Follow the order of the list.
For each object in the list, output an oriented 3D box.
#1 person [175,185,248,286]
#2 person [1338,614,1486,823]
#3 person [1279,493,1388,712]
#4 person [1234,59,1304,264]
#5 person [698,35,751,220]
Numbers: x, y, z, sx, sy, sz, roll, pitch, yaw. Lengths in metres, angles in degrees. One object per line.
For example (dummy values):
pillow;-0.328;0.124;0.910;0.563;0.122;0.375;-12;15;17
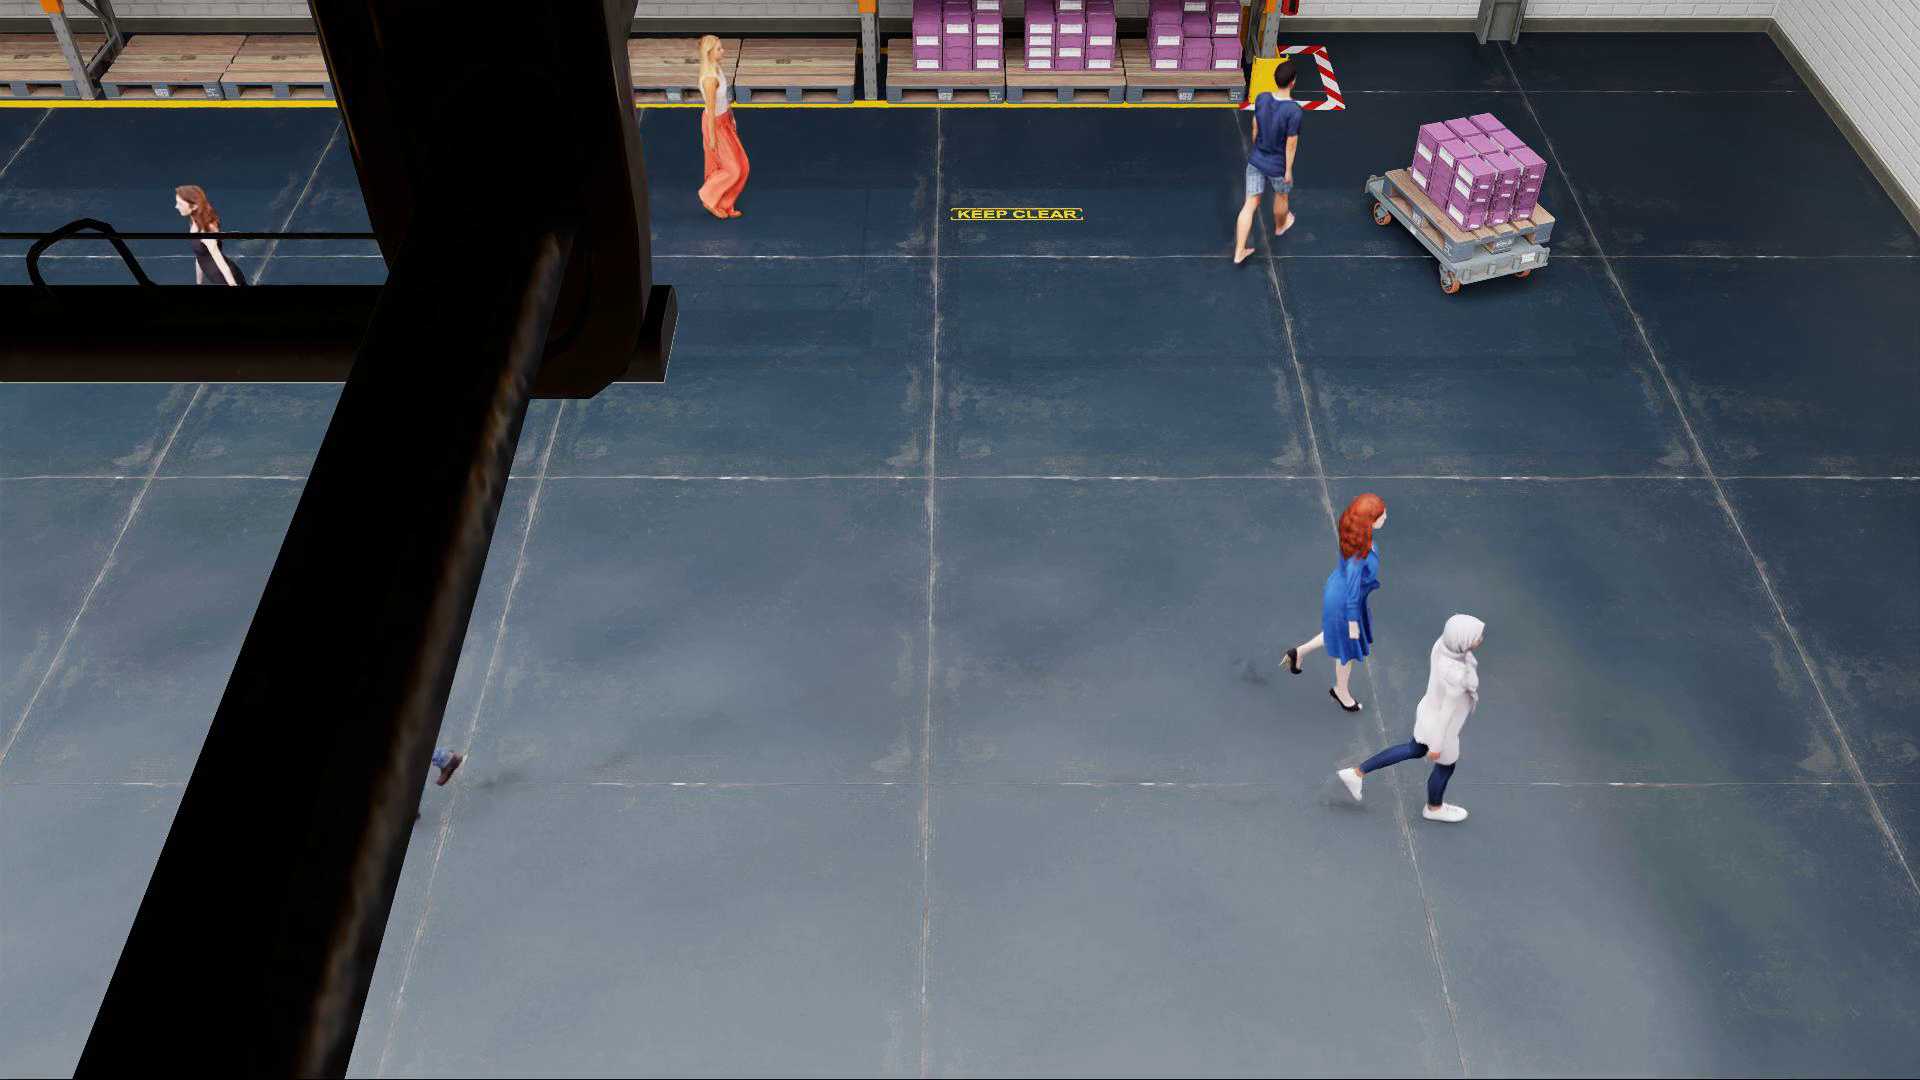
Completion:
person;-5.750;-2.075;13.217;1.218;1.692;1.036;-25;49;-24
person;2.747;1.074;9.866;1.076;1.755;0.702;5;44;5
person;2.382;0.402;10.525;0.882;1.819;0.746;10;44;10
person;2.625;-3.211;14.332;1.155;1.799;1.129;27;50;26
person;-2.250;-3.653;14.801;0.704;1.792;0.617;0;44;0
